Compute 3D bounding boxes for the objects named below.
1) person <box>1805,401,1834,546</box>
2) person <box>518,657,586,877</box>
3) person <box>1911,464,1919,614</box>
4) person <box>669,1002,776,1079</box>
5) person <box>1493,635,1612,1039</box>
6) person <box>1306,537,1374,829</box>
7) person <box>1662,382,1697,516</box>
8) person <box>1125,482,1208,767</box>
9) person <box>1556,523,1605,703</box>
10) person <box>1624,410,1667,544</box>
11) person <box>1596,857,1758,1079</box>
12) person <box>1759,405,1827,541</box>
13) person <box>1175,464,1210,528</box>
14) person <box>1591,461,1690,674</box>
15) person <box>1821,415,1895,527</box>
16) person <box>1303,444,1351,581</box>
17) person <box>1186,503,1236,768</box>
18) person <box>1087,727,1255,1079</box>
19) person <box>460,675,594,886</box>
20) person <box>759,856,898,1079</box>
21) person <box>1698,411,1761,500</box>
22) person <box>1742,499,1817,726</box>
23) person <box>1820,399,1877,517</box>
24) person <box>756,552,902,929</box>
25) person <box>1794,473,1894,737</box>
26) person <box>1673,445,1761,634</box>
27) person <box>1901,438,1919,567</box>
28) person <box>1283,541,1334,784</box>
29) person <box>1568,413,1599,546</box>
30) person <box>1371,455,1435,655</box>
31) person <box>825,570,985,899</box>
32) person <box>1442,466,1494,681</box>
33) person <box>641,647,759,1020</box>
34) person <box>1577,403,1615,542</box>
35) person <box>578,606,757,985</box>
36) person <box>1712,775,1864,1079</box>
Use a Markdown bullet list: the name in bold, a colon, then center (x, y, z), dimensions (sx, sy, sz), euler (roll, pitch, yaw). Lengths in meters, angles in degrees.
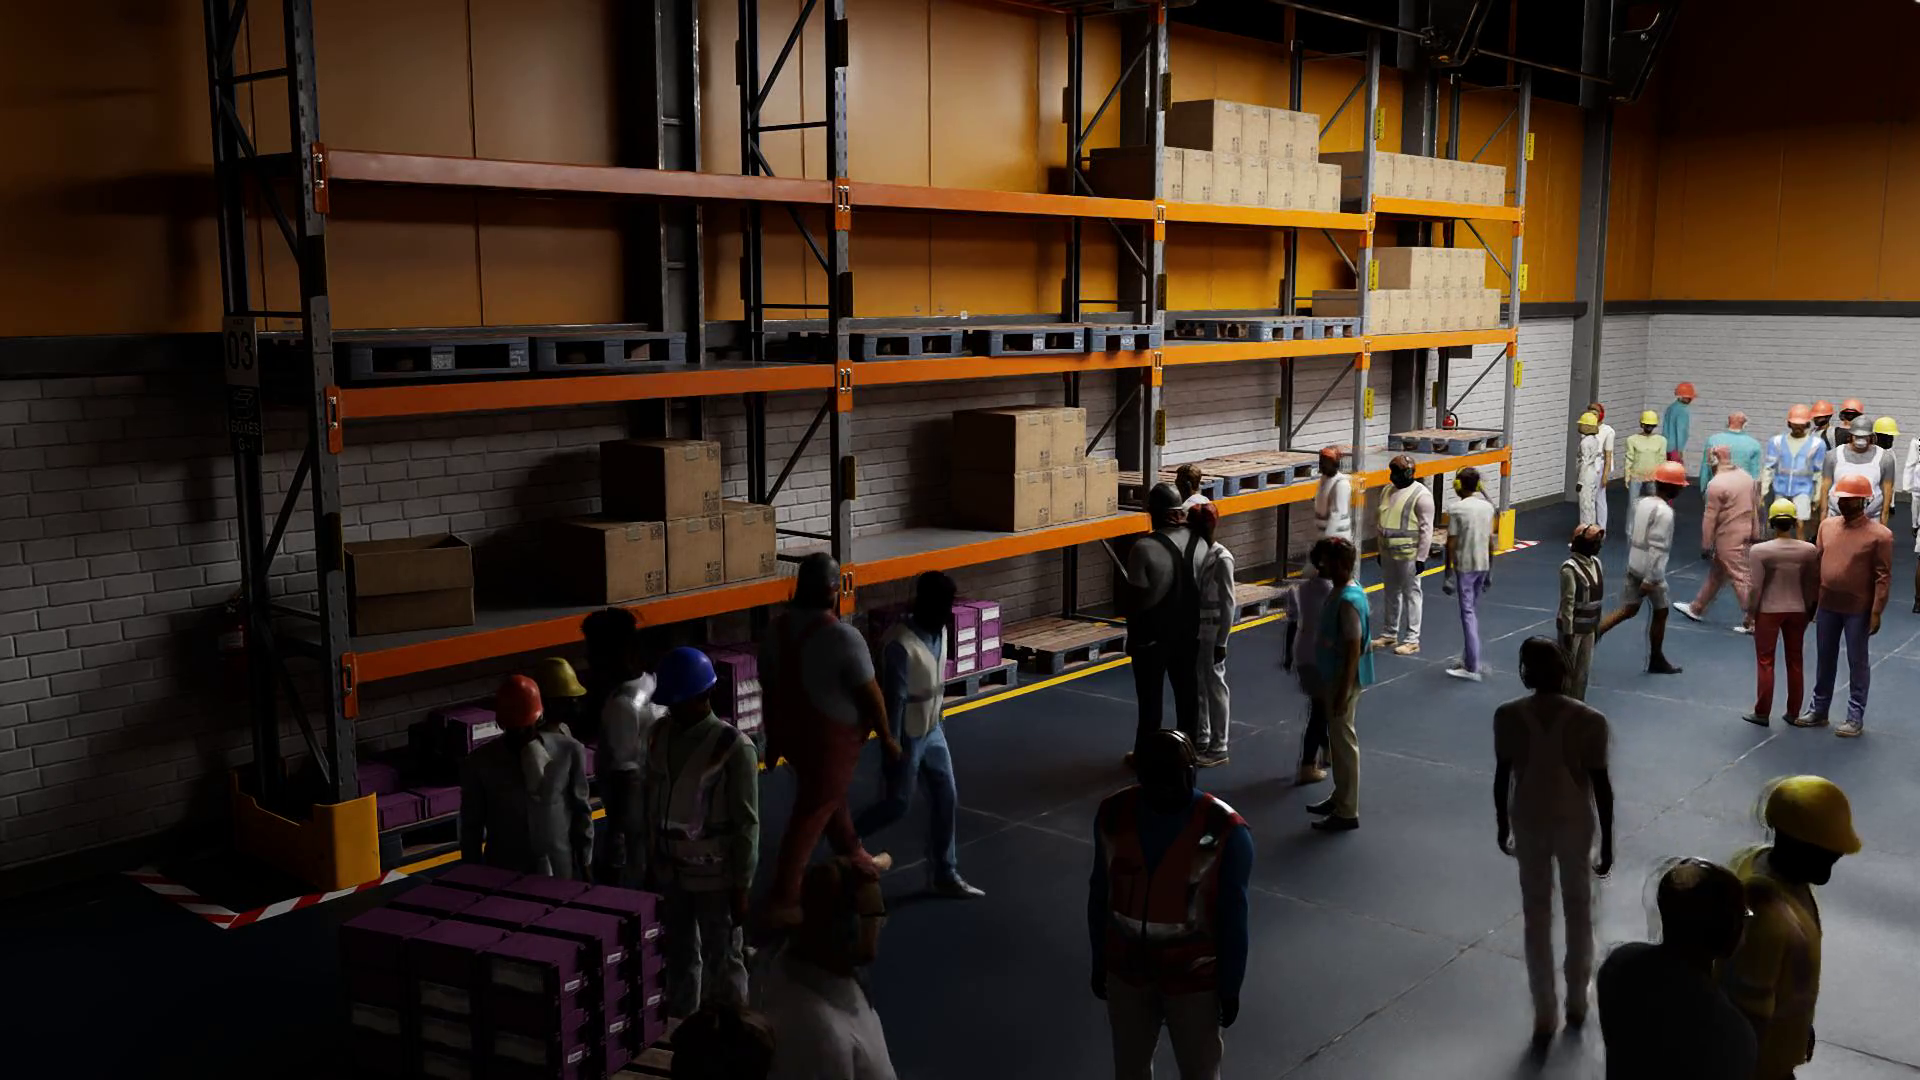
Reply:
- **person**: center (10.907, -0.802, 21.118), dimensions (0.388, 1.930, 0.544), euler (-2, 9, -10)
- **person**: center (-1.811, 1.394, 7.467), dimensions (0.316, 1.769, 0.523), euler (0, 9, 2)
- **person**: center (10.083, -0.184, 17.098), dimensions (0.547, 1.938, 0.359), euler (8, 12, 41)
- **person**: center (-0.487, 1.929, 3.817), dimensions (0.337, 1.837, 0.503), euler (-2, 9, -12)
- **person**: center (2.716, 1.343, 7.664), dimensions (0.551, 1.807, 0.596), euler (4, 10, 24)
- **person**: center (2.406, 0.894, 10.448), dimensions (0.373, 1.840, 0.571), euler (1, 9, 8)
- **person**: center (10.487, -1.343, 24.496), dimensions (0.478, 1.972, 0.814), euler (0, 9, 3)
- **person**: center (1.432, 0.592, 11.761), dimensions (0.682, 2.000, 0.535), euler (-5, 10, -27)
- **person**: center (4.649, 0.683, 12.501), dimensions (0.516, 1.630, 0.315), euler (-8, 12, -42)
- **person**: center (8.952, -0.815, 21.736), dimensions (0.525, 1.762, 0.340), euler (2, 9, 10)
- **person**: center (1.972, 1.782, 4.579), dimensions (0.929, 1.897, 0.646), euler (-1, 9, -8)
- **person**: center (9.557, -0.537, 19.131), dimensions (0.630, 2.007, 0.826), euler (7, 11, 36)
- **person**: center (2.047, 0.244, 14.678), dimensions (0.350, 1.837, 0.503), euler (5, 10, 30)
- **person**: center (5.882, 0.247, 14.472), dimensions (0.871, 1.899, 0.574), euler (0, 9, -1)
- **person**: center (9.501, -0.322, 17.653), dimensions (0.685, 2.000, 0.536), euler (5, 10, 30)
- **person**: center (3.575, -0.018, 16.296), dimensions (0.527, 1.856, 0.625), euler (-2, 9, -15)
- **person**: center (1.740, 0.664, 11.797), dimensions (0.349, 1.882, 0.577), euler (-3, 9, -18)
- **person**: center (0.752, 1.576, 6.104), dimensions (0.624, 1.835, 0.431), euler (5, 10, 28)
- **person**: center (-1.893, 1.434, 7.311), dimensions (0.576, 1.736, 0.355), euler (-3, 9, -20)
- **person**: center (-0.372, 1.780, 4.544), dimensions (0.445, 1.893, 0.662), euler (0, 9, -3)
- **person**: center (9.296, -0.619, 20.095), dimensions (0.648, 1.878, 0.721), euler (2, 9, 11)
- **person**: center (6.313, 0.562, 12.845), dimensions (0.526, 1.765, 0.329), euler (0, 9, -1)
- **person**: center (10.681, -0.688, 20.074), dimensions (0.612, 2.029, 0.407), euler (5, 10, 27)
- **person**: center (-0.743, 1.019, 9.004), dimensions (0.691, 2.000, 1.073), euler (9, 12, 44)
- **person**: center (6.704, 0.484, 12.599), dimensions (0.379, 1.996, 0.611), euler (-5, 10, -29)
- **person**: center (7.547, -0.022, 16.397), dimensions (0.709, 1.847, 0.915), euler (-7, 11, -37)
- **person**: center (11.793, -0.603, 20.198), dimensions (0.942, 1.840, 0.574), euler (-8, 12, -42)
- **person**: center (2.565, 0.813, 11.515), dimensions (0.803, 1.657, 0.554), euler (-8, 12, -43)
- **person**: center (8.096, -0.778, 21.545), dimensions (0.287, 1.746, 0.488), euler (6, 11, 35)
- **person**: center (4.074, 0.131, 15.373), dimensions (0.430, 1.843, 0.625), euler (-4, 10, -26)
- **person**: center (-0.319, 1.069, 9.265), dimensions (0.874, 1.867, 0.662), euler (4, 10, 26)
- **person**: center (4.397, 0.287, 14.434), dimensions (0.512, 1.827, 0.606), euler (-4, 10, -26)
- **person**: center (-1.107, 1.387, 6.963), dimensions (0.602, 1.938, 0.400), euler (6, 11, 34)
- **person**: center (8.404, -0.889, 21.960), dimensions (0.387, 1.838, 0.562), euler (-3, 9, -17)
- **person**: center (-1.467, 1.245, 7.936), dimensions (0.944, 1.921, 0.604), euler (-1, 9, -7)
- **person**: center (2.629, 1.644, 5.479), dimensions (0.890, 1.888, 0.654), euler (4, 10, 26)
